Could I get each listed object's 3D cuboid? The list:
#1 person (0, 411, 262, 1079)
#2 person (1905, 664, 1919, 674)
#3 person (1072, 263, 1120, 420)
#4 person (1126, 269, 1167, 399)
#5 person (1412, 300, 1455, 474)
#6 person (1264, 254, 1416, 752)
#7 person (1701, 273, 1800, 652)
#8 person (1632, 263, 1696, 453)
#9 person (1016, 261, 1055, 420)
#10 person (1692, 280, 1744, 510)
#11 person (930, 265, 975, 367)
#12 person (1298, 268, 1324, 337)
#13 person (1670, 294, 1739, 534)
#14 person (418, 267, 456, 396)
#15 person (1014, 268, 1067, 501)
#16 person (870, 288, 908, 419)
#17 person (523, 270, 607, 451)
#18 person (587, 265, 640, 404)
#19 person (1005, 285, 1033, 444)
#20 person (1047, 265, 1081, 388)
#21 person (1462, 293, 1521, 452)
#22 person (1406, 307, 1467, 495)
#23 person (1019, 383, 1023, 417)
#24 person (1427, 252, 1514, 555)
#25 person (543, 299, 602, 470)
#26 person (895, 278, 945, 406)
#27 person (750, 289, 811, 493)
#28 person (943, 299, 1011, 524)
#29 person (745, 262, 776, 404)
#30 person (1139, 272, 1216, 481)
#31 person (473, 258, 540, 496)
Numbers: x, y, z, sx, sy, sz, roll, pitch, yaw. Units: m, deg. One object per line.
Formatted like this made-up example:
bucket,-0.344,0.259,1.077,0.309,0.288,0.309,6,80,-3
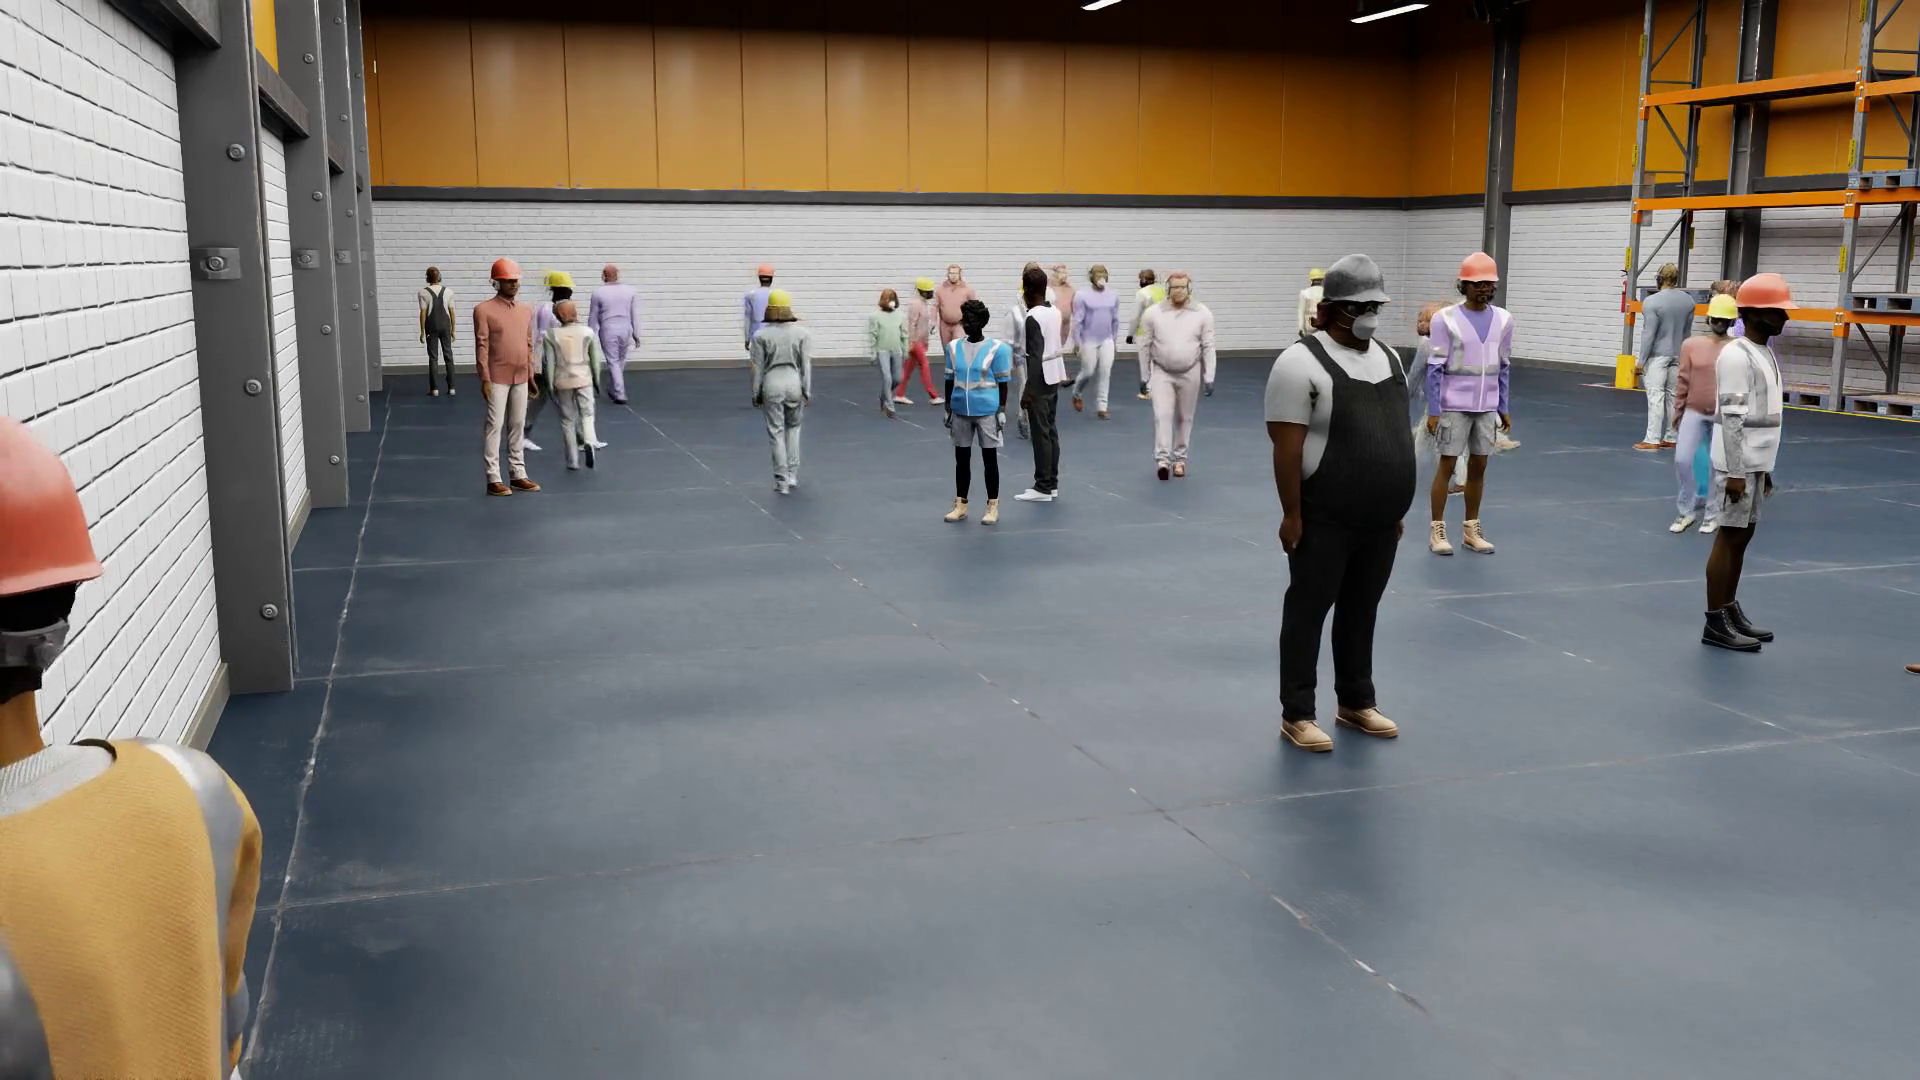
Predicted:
person,-0.848,0.822,1.518,0.368,1.937,0.546,1,10,6
person,4.761,-0.228,7.787,0.328,1.877,0.513,1,10,7
person,1.654,-2.456,20.581,0.633,1.919,0.744,-4,10,-20
person,2.629,-2.884,23.317,0.448,1.820,0.631,7,12,36
person,4.410,-1.428,15.492,0.695,1.607,0.508,8,12,38
person,1.617,-0.154,6.874,0.688,2.000,0.539,-6,12,-31
person,4.085,-0.402,8.608,0.354,1.939,0.544,8,12,38
person,7.207,-1.862,17.062,0.627,1.940,0.373,-4,11,-22
person,0.891,-2.369,20.000,0.366,1.936,0.630,9,13,41
person,5.950,-1.125,13.117,0.574,1.826,0.578,7,12,36
person,-0.126,-3.250,25.352,0.653,1.855,1.005,2,10,10
person,5.746,-3.482,26.811,0.596,1.806,0.832,0,10,1
person,5.411,-0.897,12.014,0.538,1.740,0.565,8,12,38
person,-7.489,-2.984,23.840,0.507,1.840,0.343,-6,11,-30
person,0.670,-1.276,13.739,0.391,1.914,0.587,4,10,20
person,-0.906,-2.321,20.665,0.505,1.614,0.614,-5,11,-29
person,-4.182,-1.829,17.092,1.018,1.873,0.577,0,10,2
person,-4.767,-2.797,22.672,0.675,1.858,0.982,-7,12,-34
person,0.761,-1.938,17.897,0.597,1.801,0.848,-4,11,-23
person,1.539,-3.242,25.276,0.668,1.854,0.985,-6,12,-33
person,5.360,-1.794,17.023,0.882,1.810,0.649,10,14,44
person,4.018,-1.185,14.181,0.903,1.575,0.505,8,13,38
person,0.867,-2.282,20.418,0.571,1.605,0.620,-5,11,-26
person,3.456,-0.908,11.236,0.615,2.041,0.391,-2,10,-13
person,-3.589,-1.429,15.487,0.534,1.616,0.627,-4,11,-21
person,-0.498,-2.634,22.191,0.927,1.704,0.598,3,10,18
person,-1.552,-1.276,14.255,0.506,1.723,0.594,-3,10,-19
person,0.115,-0.964,12.548,0.540,1.698,0.317,5,11,24
person,-2.584,-2.715,22.064,0.554,1.916,0.696,-1,10,-3
person,1.955,-1.457,14.913,0.679,1.860,0.950,1,10,4
person,-3.826,-1.379,14.094,0.387,1.996,0.611,7,12,34
